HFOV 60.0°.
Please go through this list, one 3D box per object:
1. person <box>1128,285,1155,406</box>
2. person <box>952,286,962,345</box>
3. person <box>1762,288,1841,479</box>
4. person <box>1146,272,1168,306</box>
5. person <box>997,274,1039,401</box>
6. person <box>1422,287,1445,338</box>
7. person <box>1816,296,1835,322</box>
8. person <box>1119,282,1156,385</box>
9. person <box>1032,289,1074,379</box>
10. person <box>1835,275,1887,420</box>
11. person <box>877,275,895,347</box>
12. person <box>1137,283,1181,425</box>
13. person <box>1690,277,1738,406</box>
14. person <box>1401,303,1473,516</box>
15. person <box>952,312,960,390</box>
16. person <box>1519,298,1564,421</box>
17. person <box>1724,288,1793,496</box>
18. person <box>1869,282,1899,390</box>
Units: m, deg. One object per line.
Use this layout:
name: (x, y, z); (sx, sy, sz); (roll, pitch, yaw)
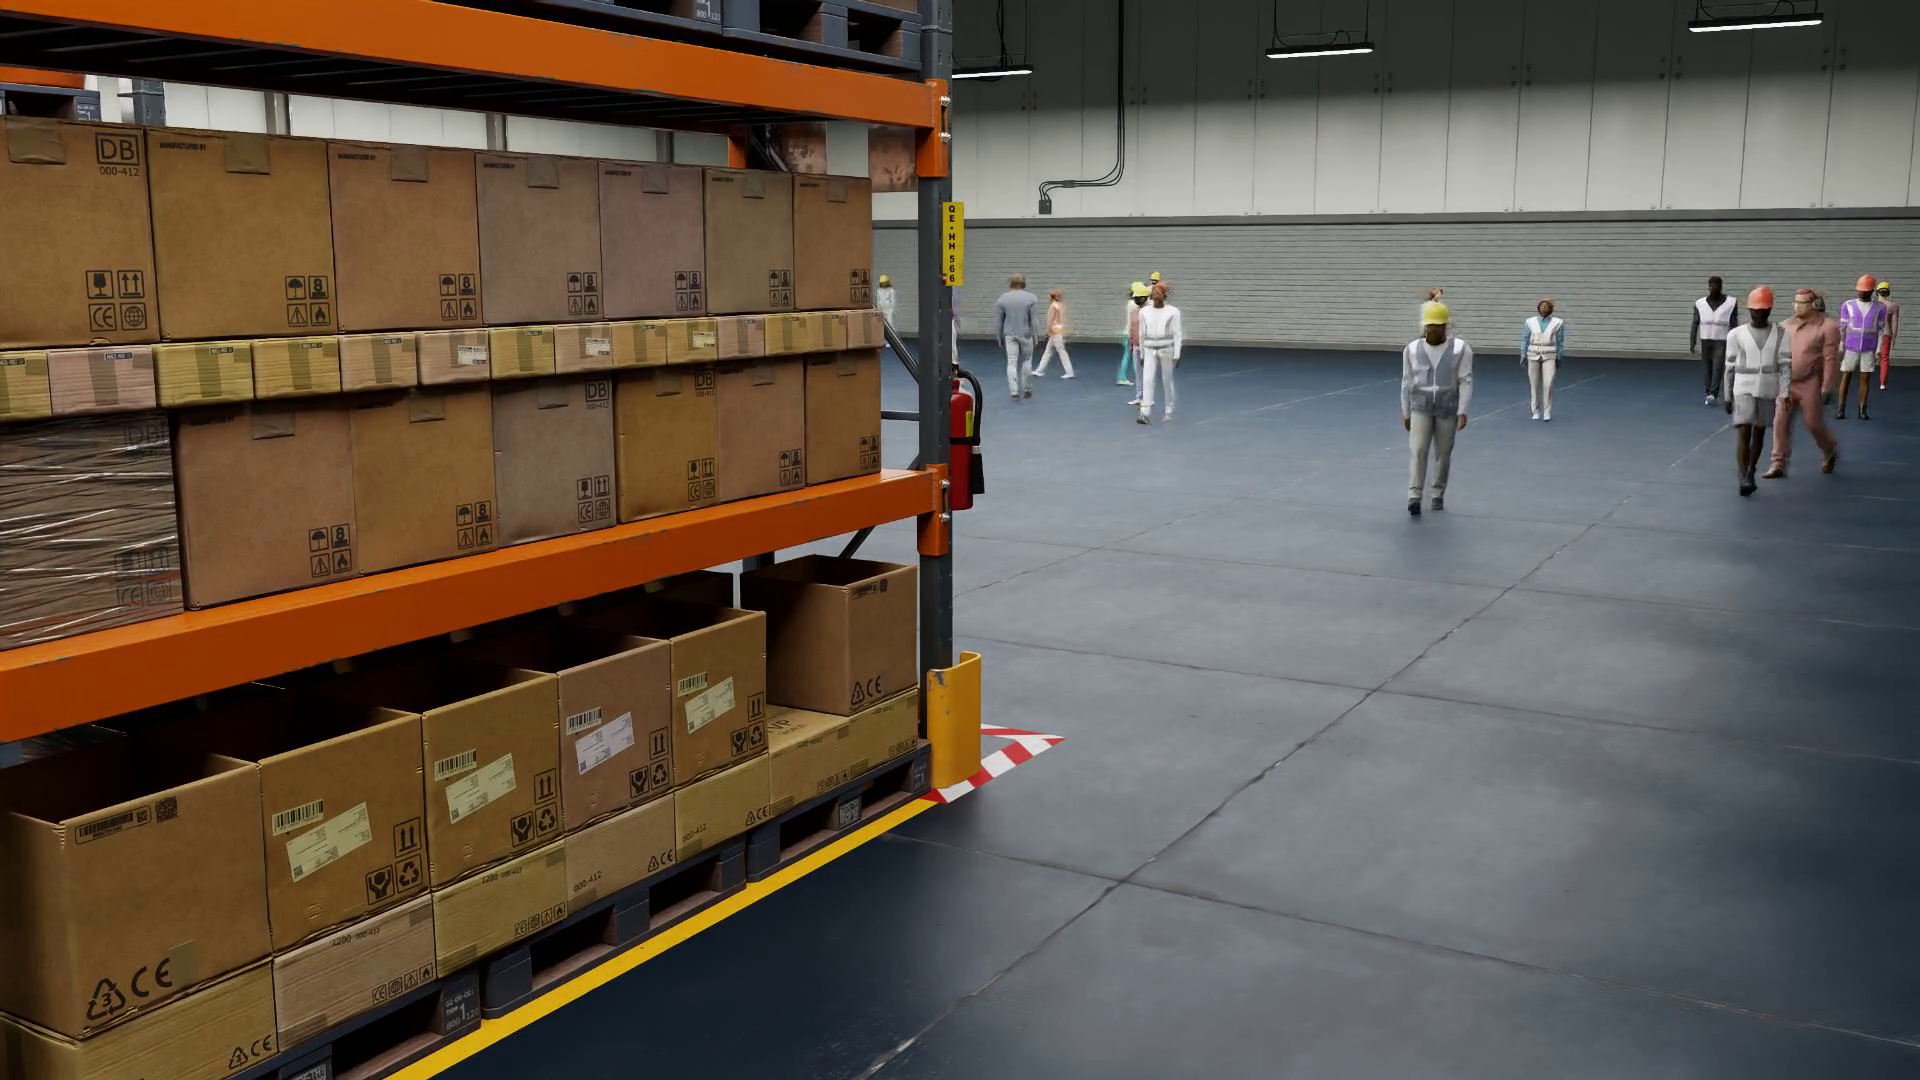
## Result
person: (2.643, -2.825, 24.213); (0.344, 1.756, 0.518); (-8, 12, -38)
person: (-0.199, -5.687, 40.671); (0.417, 1.871, 0.743); (3, 10, 16)
person: (8.322, -1.541, 16.362); (0.869, 1.878, 0.651); (-6, 12, -33)
person: (4.278, -4.942, 36.380); (0.589, 1.834, 0.403); (4, 11, 23)
person: (0.899, -3.077, 25.251); (0.659, 1.899, 0.969); (2, 10, 11)
person: (8.448, -3.720, 29.827); (0.523, 1.616, 0.685); (-4, 11, -24)
person: (12.704, -2.826, 24.718); (0.513, 1.586, 0.879); (8, 12, 39)
person: (3.016, -3.445, 27.899); (0.746, 1.741, 0.530); (0, 10, 1)
person: (1.660, -3.666, 29.591); (0.856, 1.586, 0.536); (2, 10, 14)
person: (12.001, -2.560, 22.160); (0.545, 1.927, 0.385); (4, 11, 24)
person: (-1.786, -5.493, 39.918); (0.500, 1.726, 0.381); (4, 10, 21)
person: (2.600, -2.423, 21.670); (0.597, 1.828, 1.004); (4, 10, 22)
person: (10.913, -2.872, 24.151); (0.606, 1.867, 0.973); (7, 12, 36)
person: (3.995, -1.090, 13.996); (0.588, 1.771, 0.956); (3, 10, 19)
person: (-0.219, -2.391, 22.173); (0.871, 1.587, 0.504); (3, 10, 19)
person: (7.670, -2.370, 21.971); (0.521, 1.614, 0.699); (4, 11, 24)
person: (7.306, -1.358, 15.252); (0.547, 1.884, 0.996); (3, 10, 15)
person: (14.977, -3.322, 27.120); (0.526, 1.760, 0.335); (3, 10, 19)
